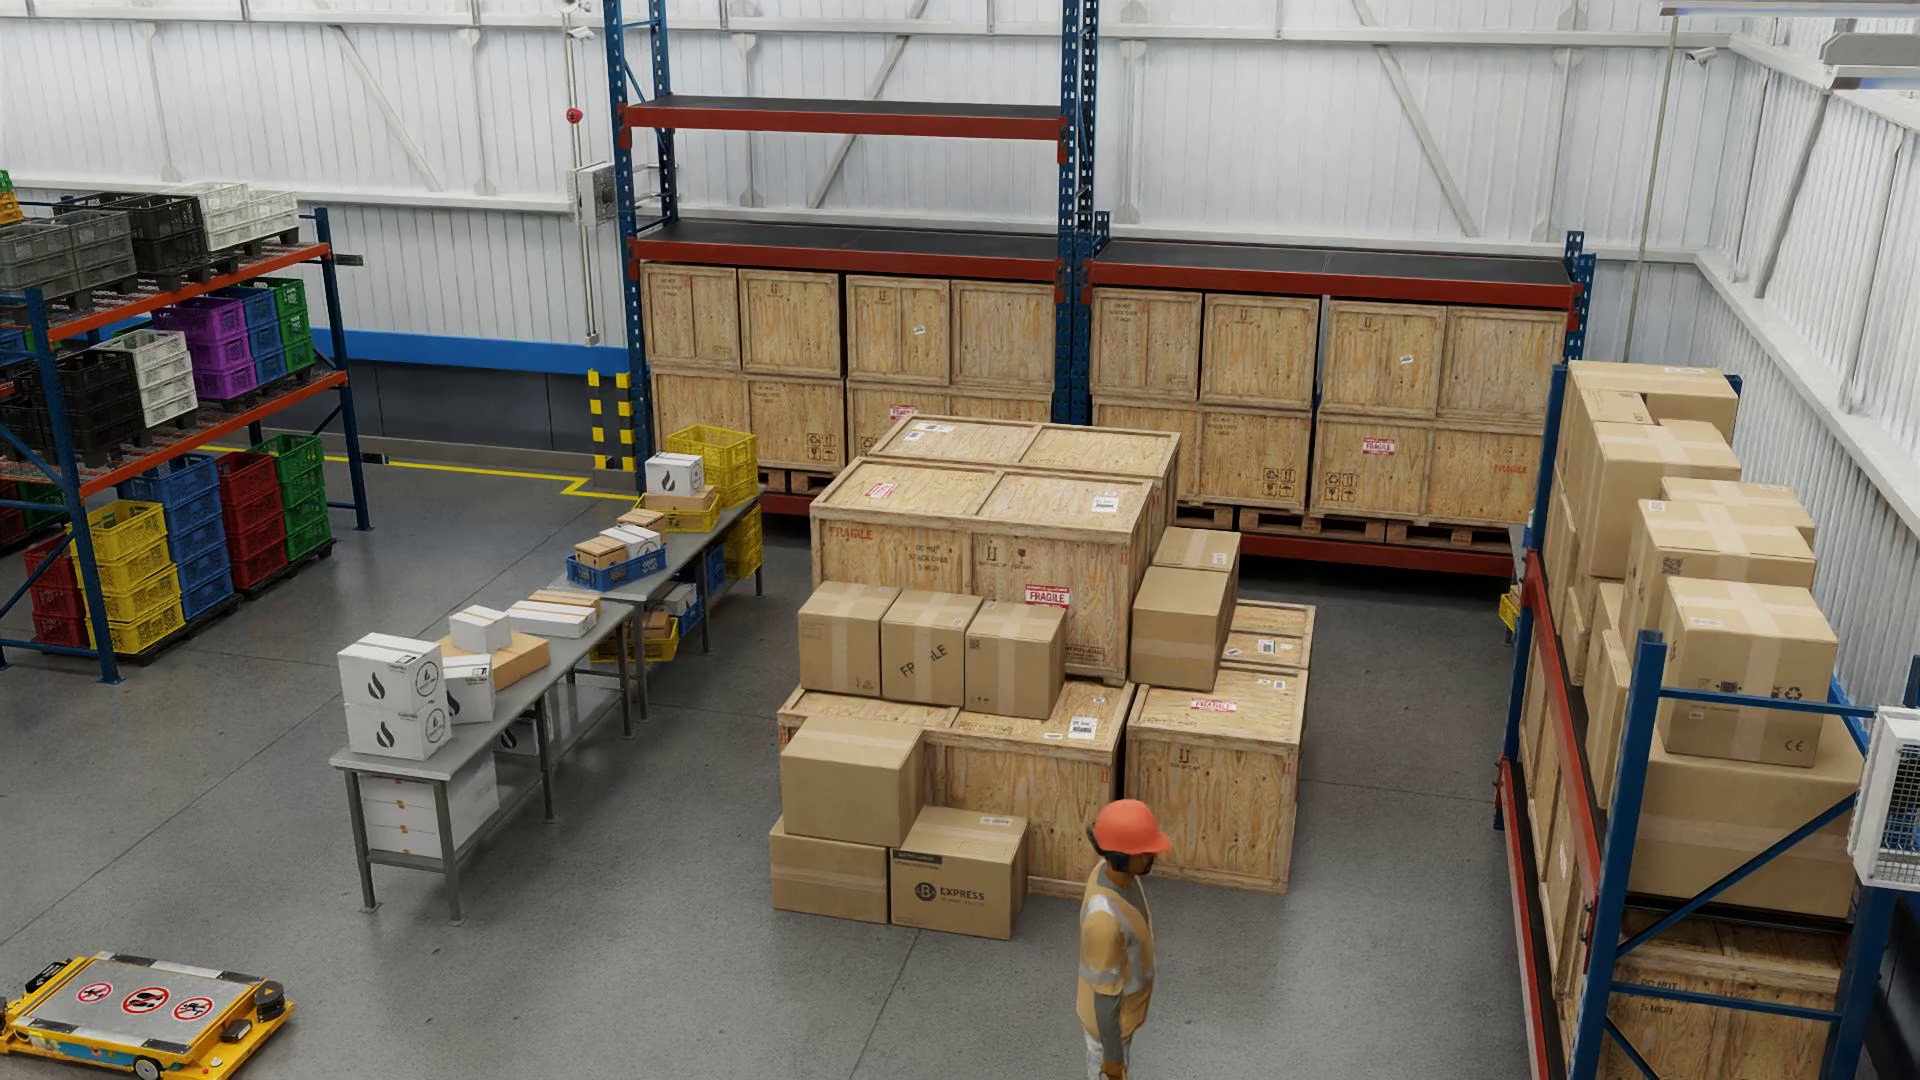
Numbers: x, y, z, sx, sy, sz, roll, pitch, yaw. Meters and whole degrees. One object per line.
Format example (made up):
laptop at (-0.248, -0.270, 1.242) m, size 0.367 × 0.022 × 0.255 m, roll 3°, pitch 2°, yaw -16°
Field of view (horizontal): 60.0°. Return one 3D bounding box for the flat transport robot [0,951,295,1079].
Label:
flat transport robot at (-4.270, 2.464, 8.601) m, size 1.431 × 0.231 × 0.659 m, roll 5°, pitch 22°, yaw 13°

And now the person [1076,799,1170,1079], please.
person at (0.691, 2.038, 7.227) m, size 0.366 × 2.047 × 0.605 m, roll 4°, pitch 21°, yaw 9°
